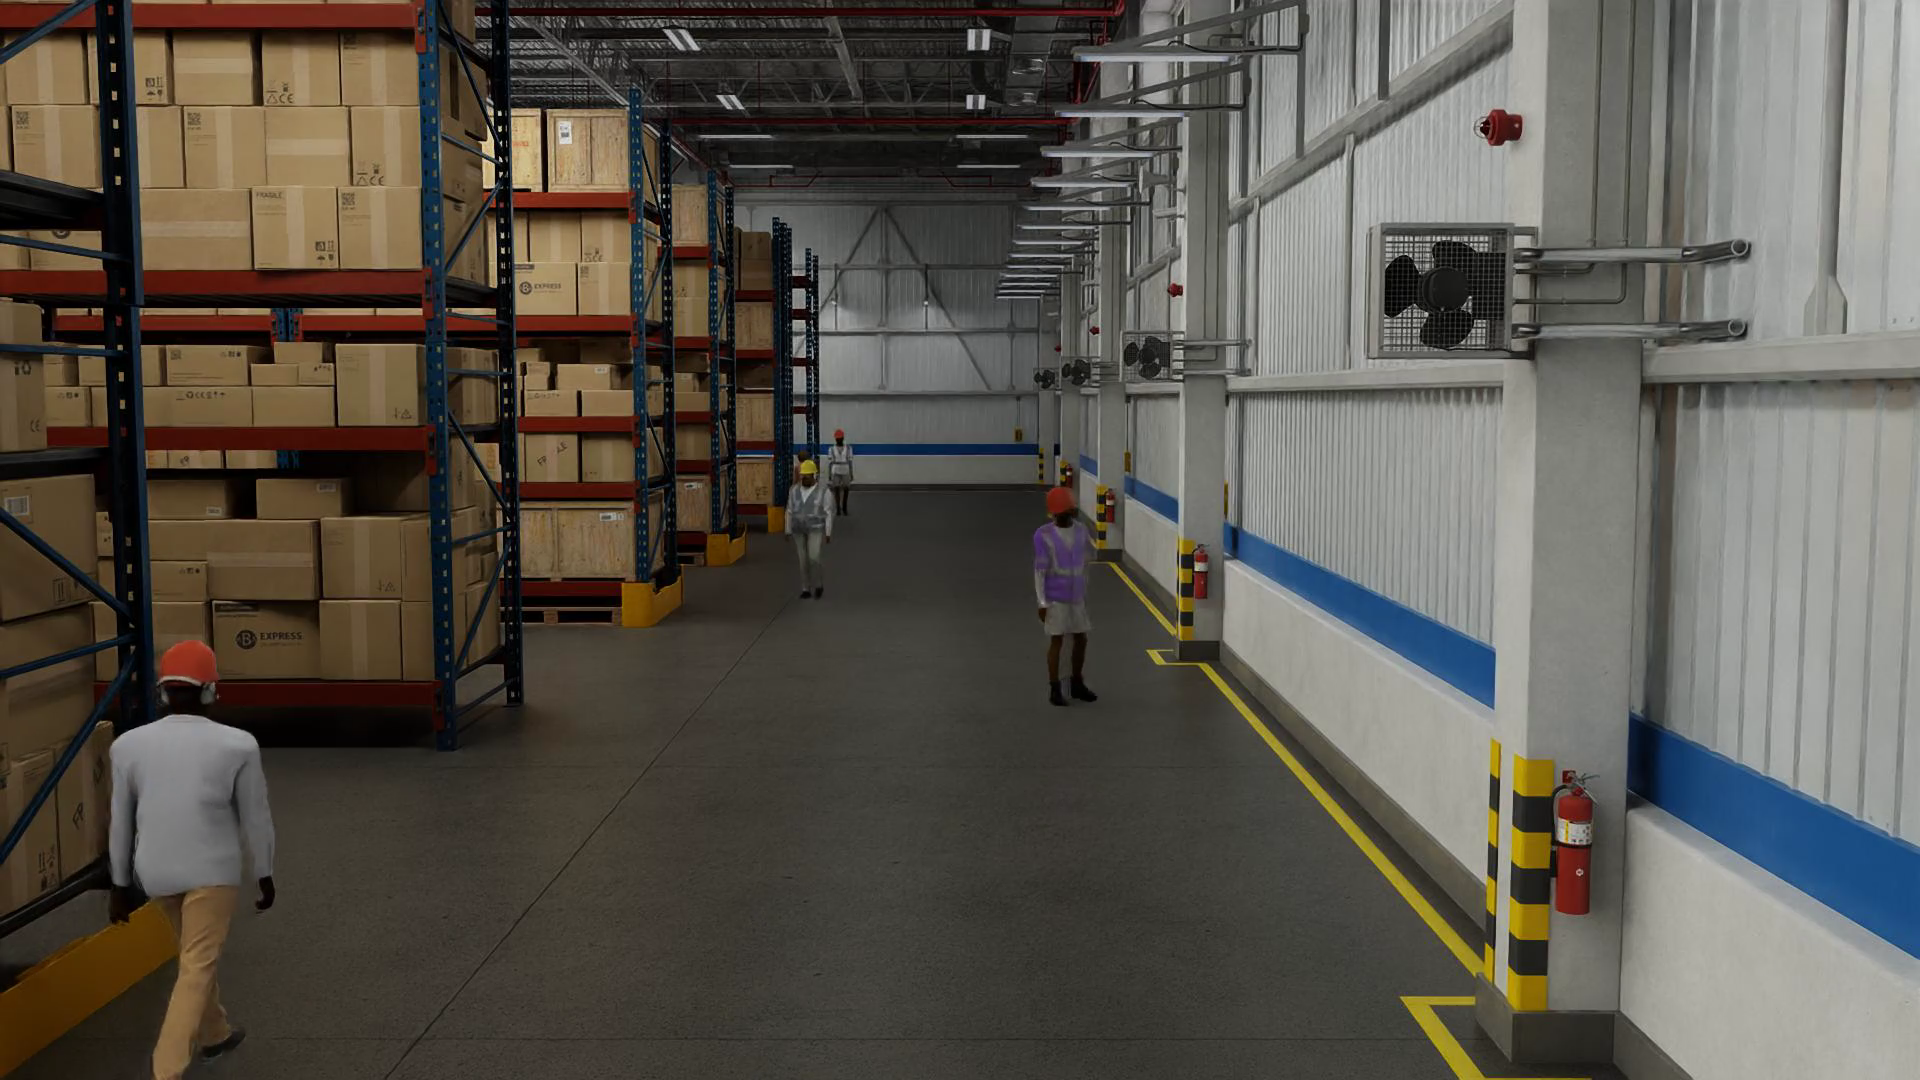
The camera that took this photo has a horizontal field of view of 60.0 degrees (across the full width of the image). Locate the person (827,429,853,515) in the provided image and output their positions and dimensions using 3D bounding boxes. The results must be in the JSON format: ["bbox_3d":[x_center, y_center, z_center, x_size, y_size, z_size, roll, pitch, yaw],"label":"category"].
[{"bbox_3d":[-2.651,-1.484,36.741,0.566,1.915,0.569,0,5,-4],"label":"person"}]

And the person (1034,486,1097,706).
[{"bbox_3d":[0.876,0.478,14.042,0.575,1.889,0.505,-2,5,-25],"label":"person"}]

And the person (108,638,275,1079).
[{"bbox_3d":[-2.908,1.233,6.271,0.581,1.717,0.883,0,5,2],"label":"person"}]

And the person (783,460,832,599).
[{"bbox_3d":[-1.975,-0.124,21.510,0.610,1.817,0.442,2,5,20],"label":"person"}]

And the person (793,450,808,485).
[{"bbox_3d":[-2.956,-0.890,31.546,0.522,1.627,0.332,-5,7,-44],"label":"person"}]
